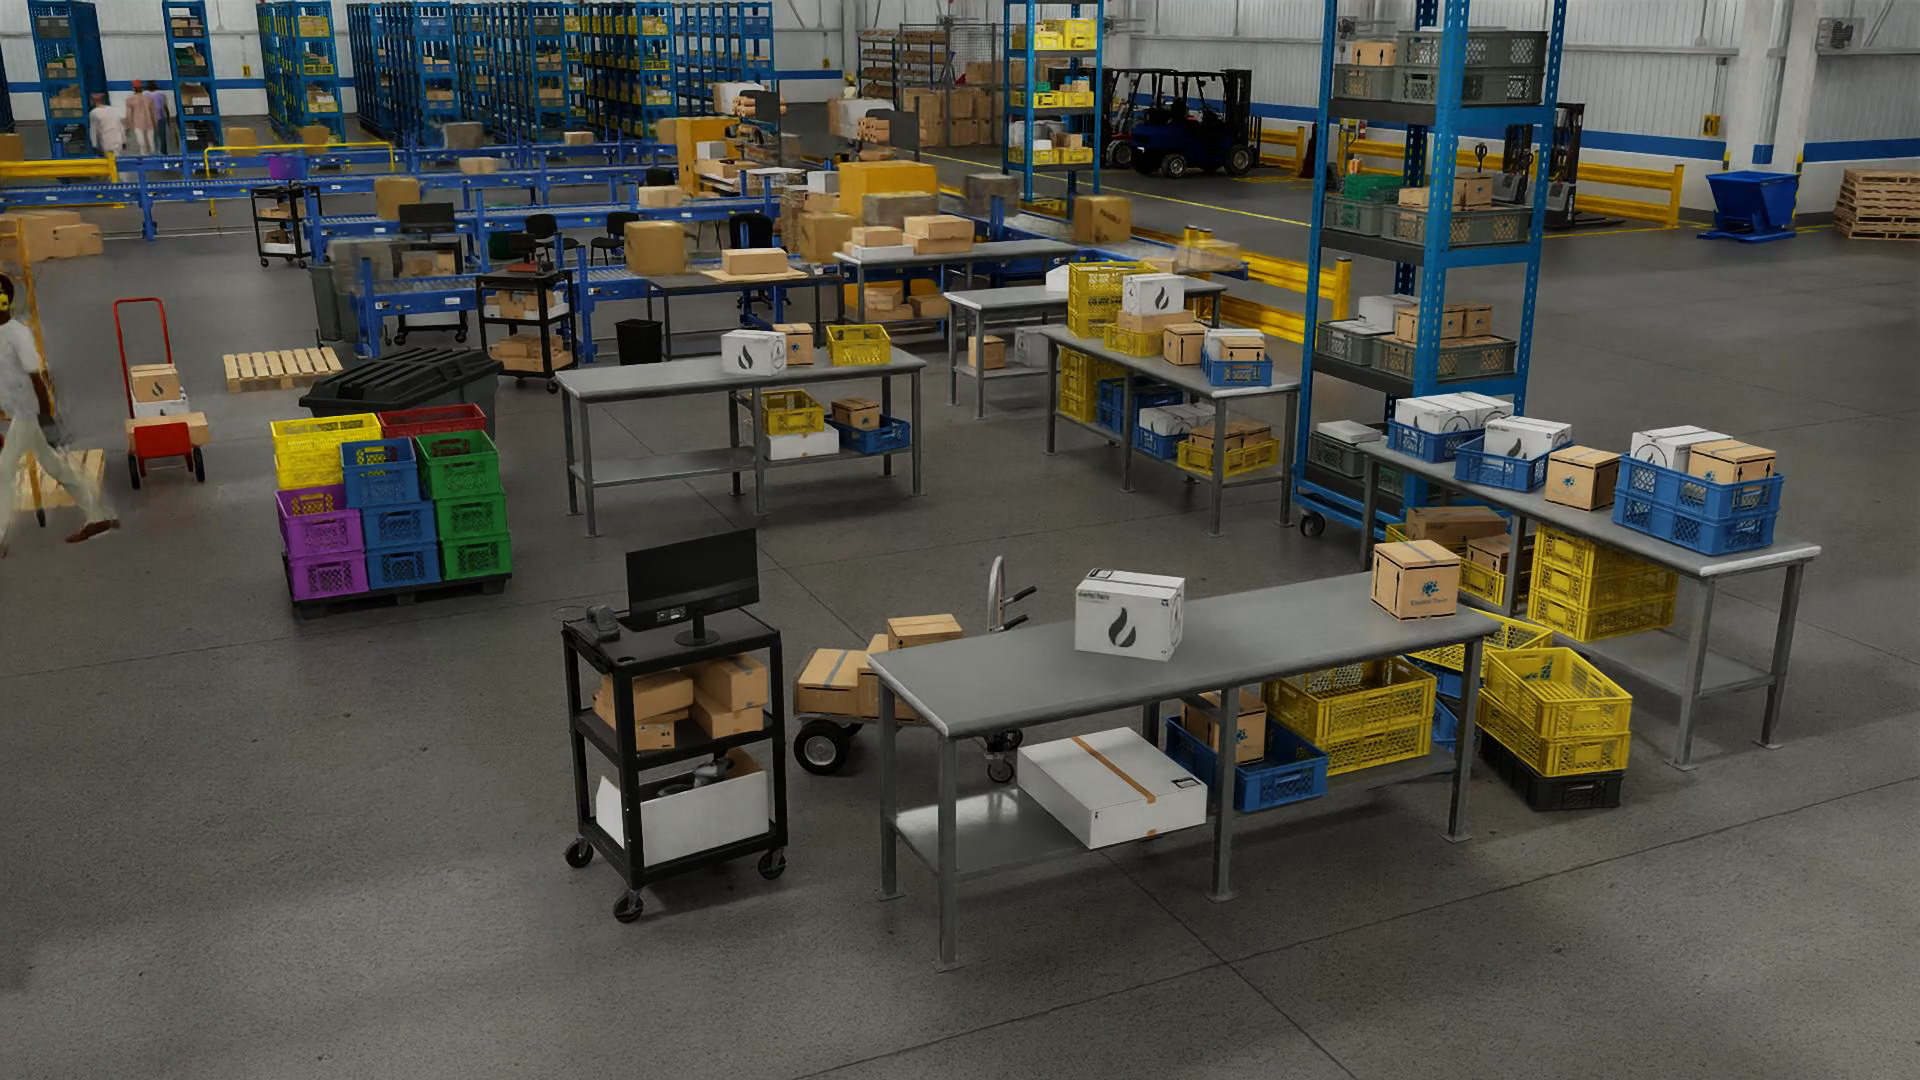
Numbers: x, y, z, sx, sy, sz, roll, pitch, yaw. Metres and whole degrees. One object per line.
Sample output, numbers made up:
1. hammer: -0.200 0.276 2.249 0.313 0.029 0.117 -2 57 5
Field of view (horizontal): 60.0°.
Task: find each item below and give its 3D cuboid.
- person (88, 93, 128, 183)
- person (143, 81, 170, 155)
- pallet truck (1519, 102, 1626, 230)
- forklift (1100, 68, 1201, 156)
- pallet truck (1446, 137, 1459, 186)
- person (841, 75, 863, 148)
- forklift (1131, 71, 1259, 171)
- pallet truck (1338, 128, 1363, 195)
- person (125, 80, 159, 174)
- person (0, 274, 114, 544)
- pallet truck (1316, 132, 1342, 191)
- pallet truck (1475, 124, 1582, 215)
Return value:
1. person: -16.573 -7.706 32.270 0.880 1.857 0.675 5 18 17
2. person: -19.074 -9.959 39.471 0.573 1.793 0.977 -8 19 -24
3. pallet truck: 9.972 -6.037 26.785 1.885 1.965 0.823 -9 20 -25
4. forklift: 4.082 -9.564 37.410 2.680 1.987 1.157 -8 19 -23
5. pallet truck: 9.184 -6.485 29.328 1.630 1.274 0.653 -8 19 -23
6. person: -2.721 -11.068 42.948 0.591 1.792 0.880 8 19 23
7. forklift: 4.998 -8.936 35.413 2.680 1.987 1.157 -9 20 -25
8. pallet truck: 7.845 -7.140 31.411 1.522 1.261 0.704 -9 20 -25
9. person: -17.672 -8.899 35.912 0.932 1.950 0.621 17 24 42
10. person: -5.992 -0.789 10.553 1.002 1.817 0.517 -14 22 -38
11. pallet truck: 7.723 -7.504 32.656 1.601 1.201 0.680 -8 19 -23
12. pallet truck: 9.707 -6.455 28.103 1.885 1.965 0.823 -7 19 -20
